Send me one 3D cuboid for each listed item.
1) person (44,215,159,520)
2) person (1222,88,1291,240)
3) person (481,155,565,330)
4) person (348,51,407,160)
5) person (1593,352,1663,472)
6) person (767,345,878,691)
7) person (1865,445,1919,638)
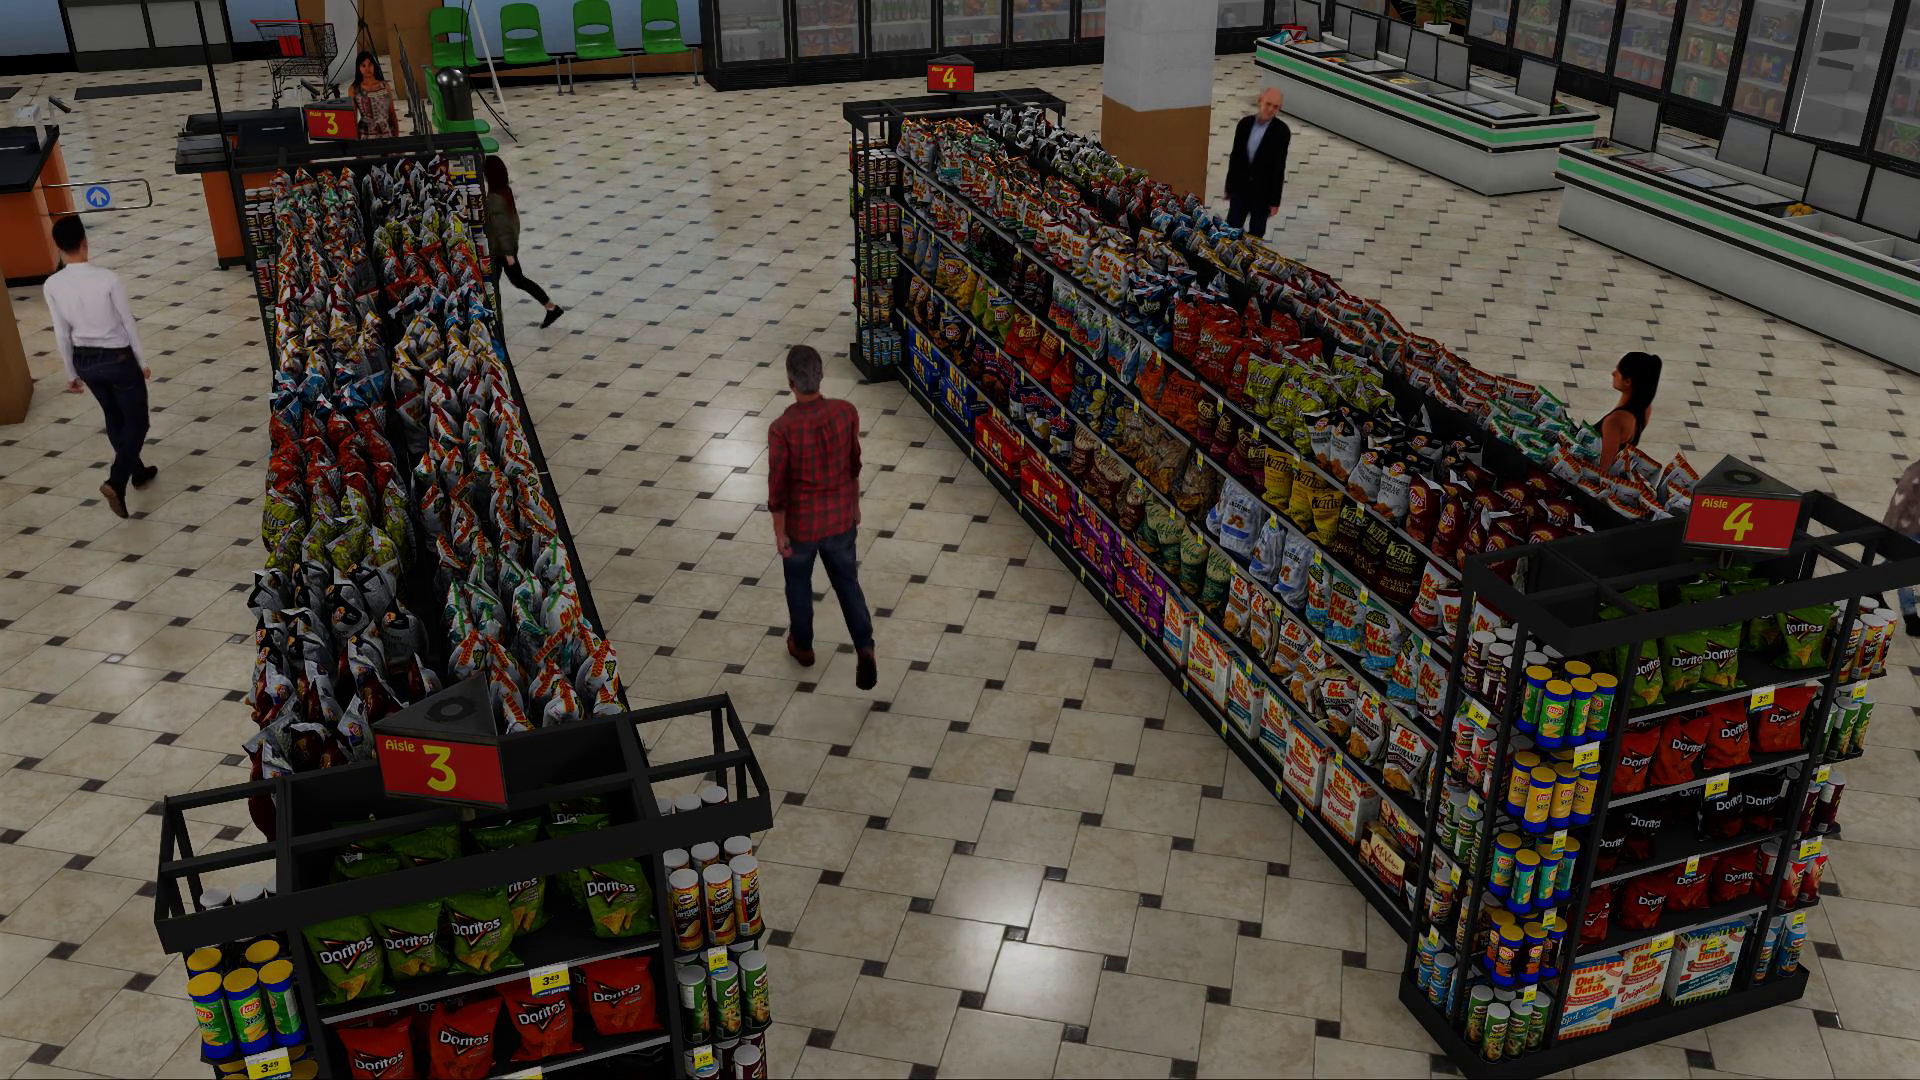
[{"bbox_3d":[-5.298,-1.046,10.280,0.848,1.841,1.210,-1,27,-3],"label":"person"},{"bbox_3d":[2.494,-2.967,14.150,0.825,1.766,0.908,23,35,38],"label":"person"},{"bbox_3d":[-3.558,-2.325,13.232,0.813,1.452,0.972,-2,27,-3],"label":"person"},{"bbox_3d":[-5.641,-3.894,16.112,0.695,1.645,0.605,-16,31,-29],"label":"person"},{"bbox_3d":[3.477,-0.244,8.899,0.671,1.660,0.656,20,33,34],"label":"person"},{"bbox_3d":[-0.676,-0.073,8.401,0.713,1.805,1.064,-12,29,-22],"label":"person"},{"bbox_3d":[5.191,-0.087,9.134,0.545,1.168,0.801,-7,28,-13],"label":"person"}]
